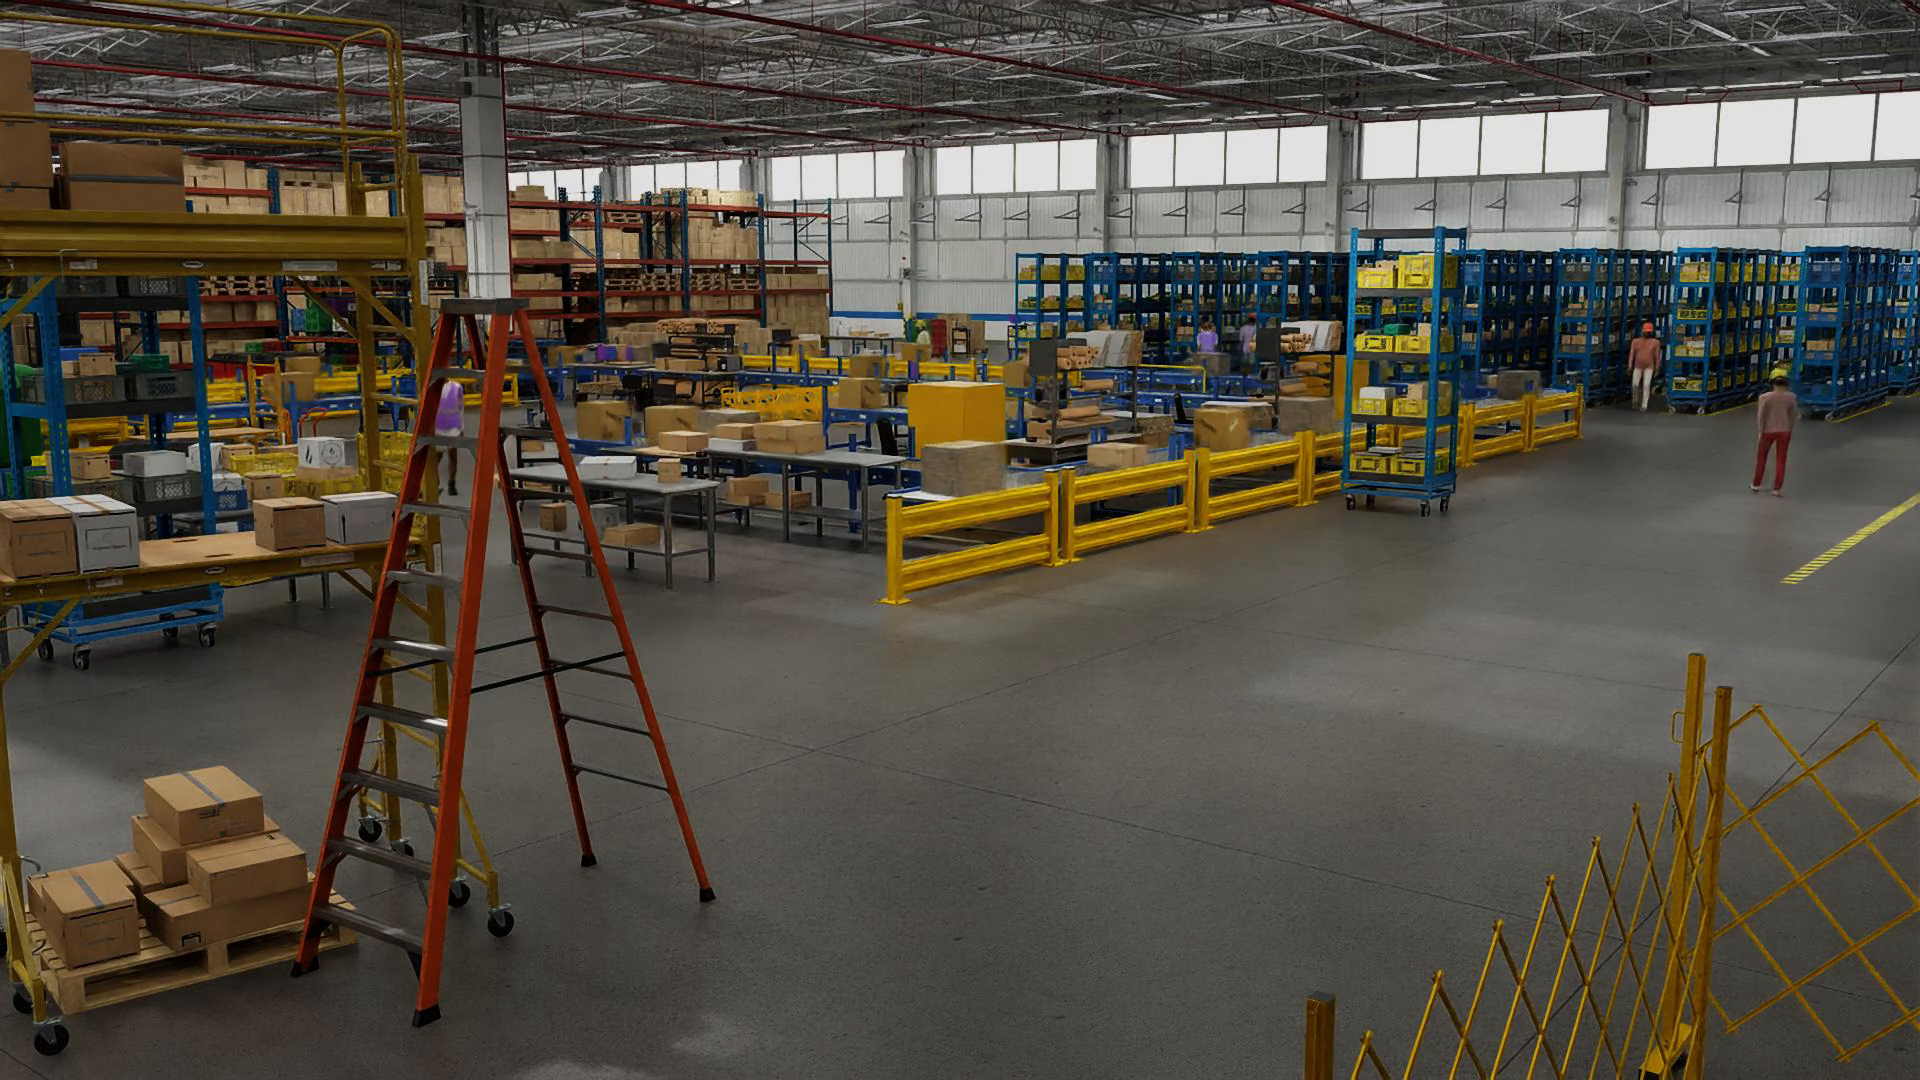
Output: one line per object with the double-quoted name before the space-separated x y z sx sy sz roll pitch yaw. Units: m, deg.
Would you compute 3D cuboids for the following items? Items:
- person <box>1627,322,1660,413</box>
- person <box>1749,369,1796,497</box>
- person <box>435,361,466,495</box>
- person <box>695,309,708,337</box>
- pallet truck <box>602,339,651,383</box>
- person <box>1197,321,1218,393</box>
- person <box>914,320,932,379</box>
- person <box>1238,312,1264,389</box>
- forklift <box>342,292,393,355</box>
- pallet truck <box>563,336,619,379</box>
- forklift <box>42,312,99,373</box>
"person" 14.948 -3.767 36.361 0.652 1.971 0.481 4 10 21
"person" 11.169 -1.483 22.863 0.528 1.731 0.848 1 9 8
"person" -7.082 -1.570 22.847 0.543 1.921 0.561 -5 10 -28
"person" -8.298 -6.436 53.267 0.590 1.892 0.664 -7 12 -39
"pallet truck" -8.991 -4.871 45.351 0.653 1.274 1.630 7 11 37
"person" 6.220 -4.583 41.877 0.562 1.838 0.390 -1 9 -9
"person" -1.099 -4.912 44.033 0.829 1.795 0.612 3 10 18
"person" 7.760 -5.003 43.964 0.642 1.999 0.977 6 11 34
"forklift" -16.485 -5.622 45.120 1.129 2.768 1.873 7 11 37
"pallet truck" -10.690 -5.294 48.215 1.601 1.201 0.680 -5 10 -26
"forklift" -23.779 -5.451 44.052 1.873 2.768 1.129 7 11 36
